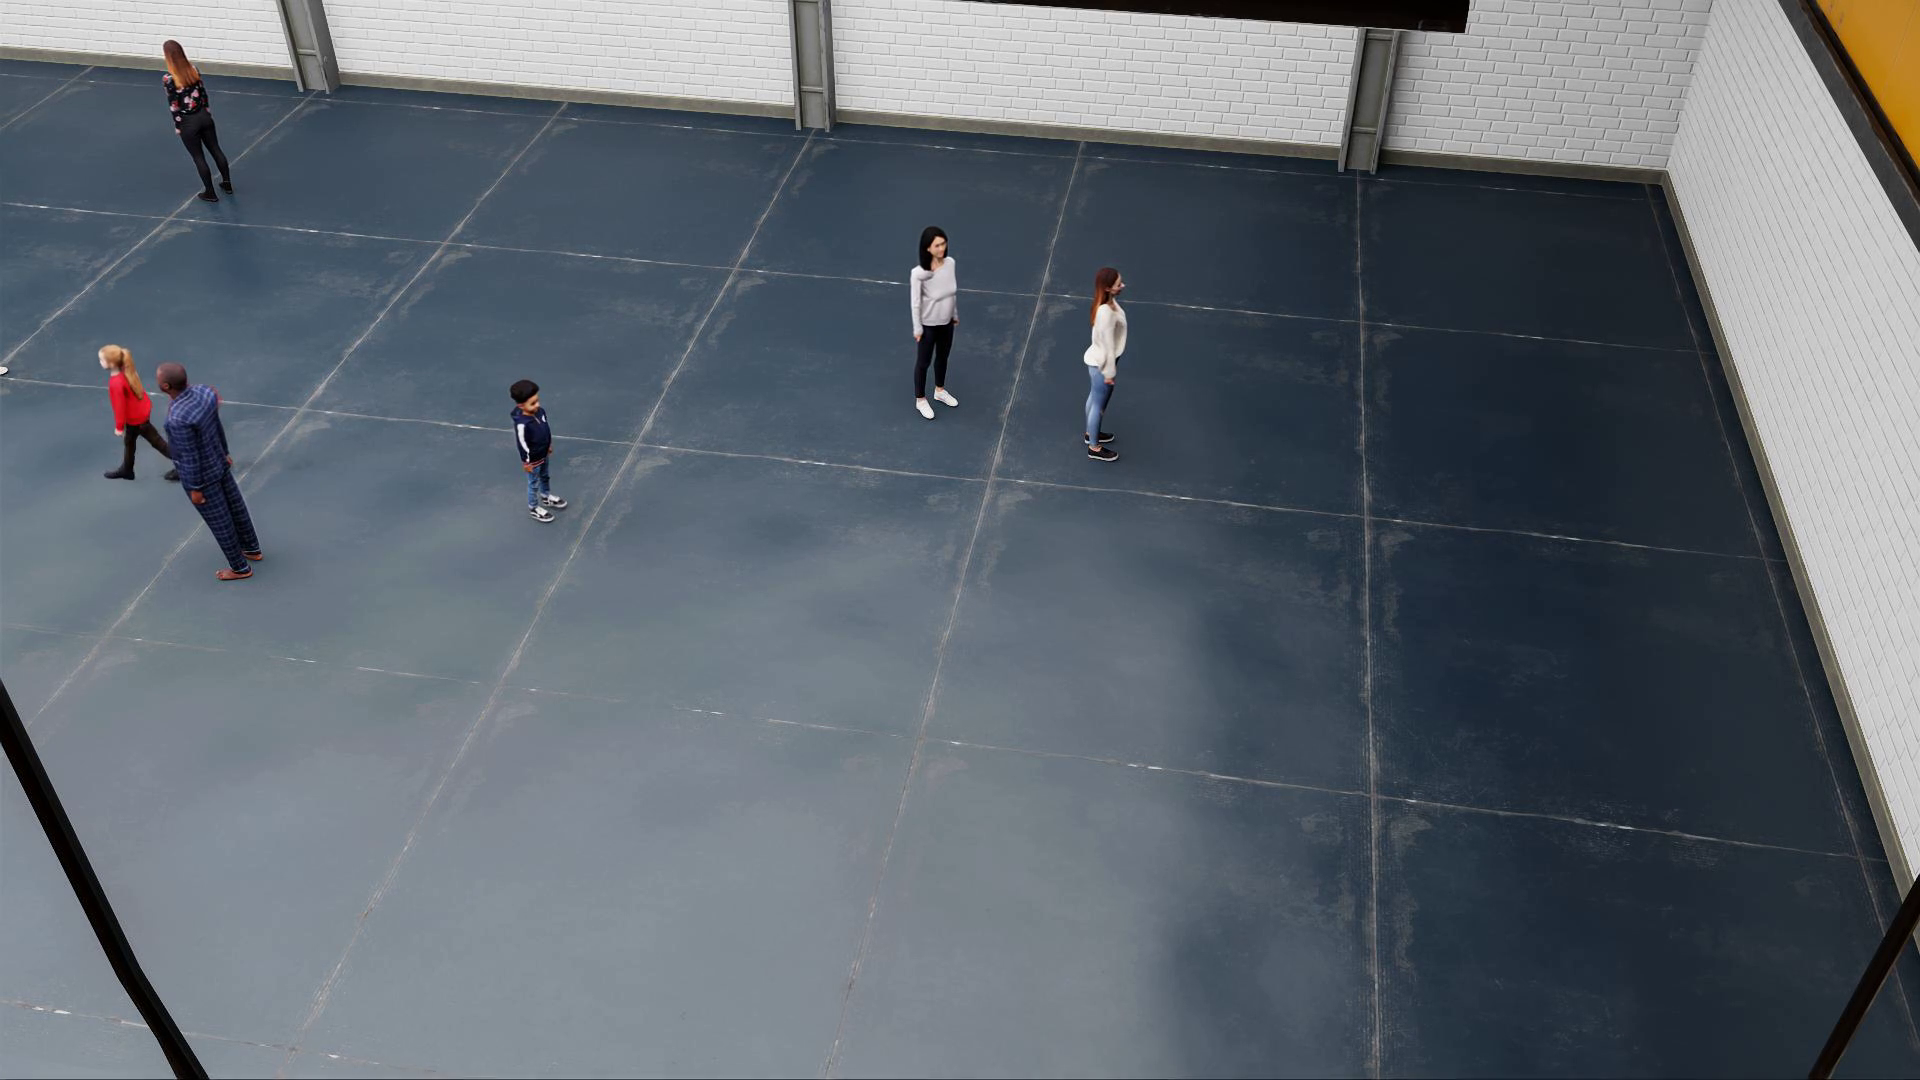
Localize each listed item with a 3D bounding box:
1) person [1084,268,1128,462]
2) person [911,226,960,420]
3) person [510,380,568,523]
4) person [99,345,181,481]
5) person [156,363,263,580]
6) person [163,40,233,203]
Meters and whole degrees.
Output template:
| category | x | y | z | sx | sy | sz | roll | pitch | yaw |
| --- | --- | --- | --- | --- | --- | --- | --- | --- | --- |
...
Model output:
| category | x | y | z | sx | sy | sz | roll | pitch | yaw |
| --- | --- | --- | --- | --- | --- | --- | --- | --- | --- |
| person | 1.145 | -1.424 | 13.323 | 0.594 | 1.692 | 0.648 | 0 | 39 | 1 |
| person | -0.214 | -1.831 | 13.827 | 0.710 | 1.700 | 0.747 | -29 | 47 | -31 |
| person | -3.277 | -0.703 | 12.797 | 0.516 | 1.222 | 0.541 | 13 | 41 | 16 |
| person | -6.435 | -0.972 | 13.110 | 0.962 | 1.251 | 0.748 | -9 | 40 | -12 |
| person | -5.468 | -0.507 | 12.069 | 0.591 | 1.824 | 0.675 | 5 | 39 | 6 |
| person | -7.771 | -4.266 | 16.889 | 0.630 | 1.682 | 0.641 | 22 | 43 | 25 |
